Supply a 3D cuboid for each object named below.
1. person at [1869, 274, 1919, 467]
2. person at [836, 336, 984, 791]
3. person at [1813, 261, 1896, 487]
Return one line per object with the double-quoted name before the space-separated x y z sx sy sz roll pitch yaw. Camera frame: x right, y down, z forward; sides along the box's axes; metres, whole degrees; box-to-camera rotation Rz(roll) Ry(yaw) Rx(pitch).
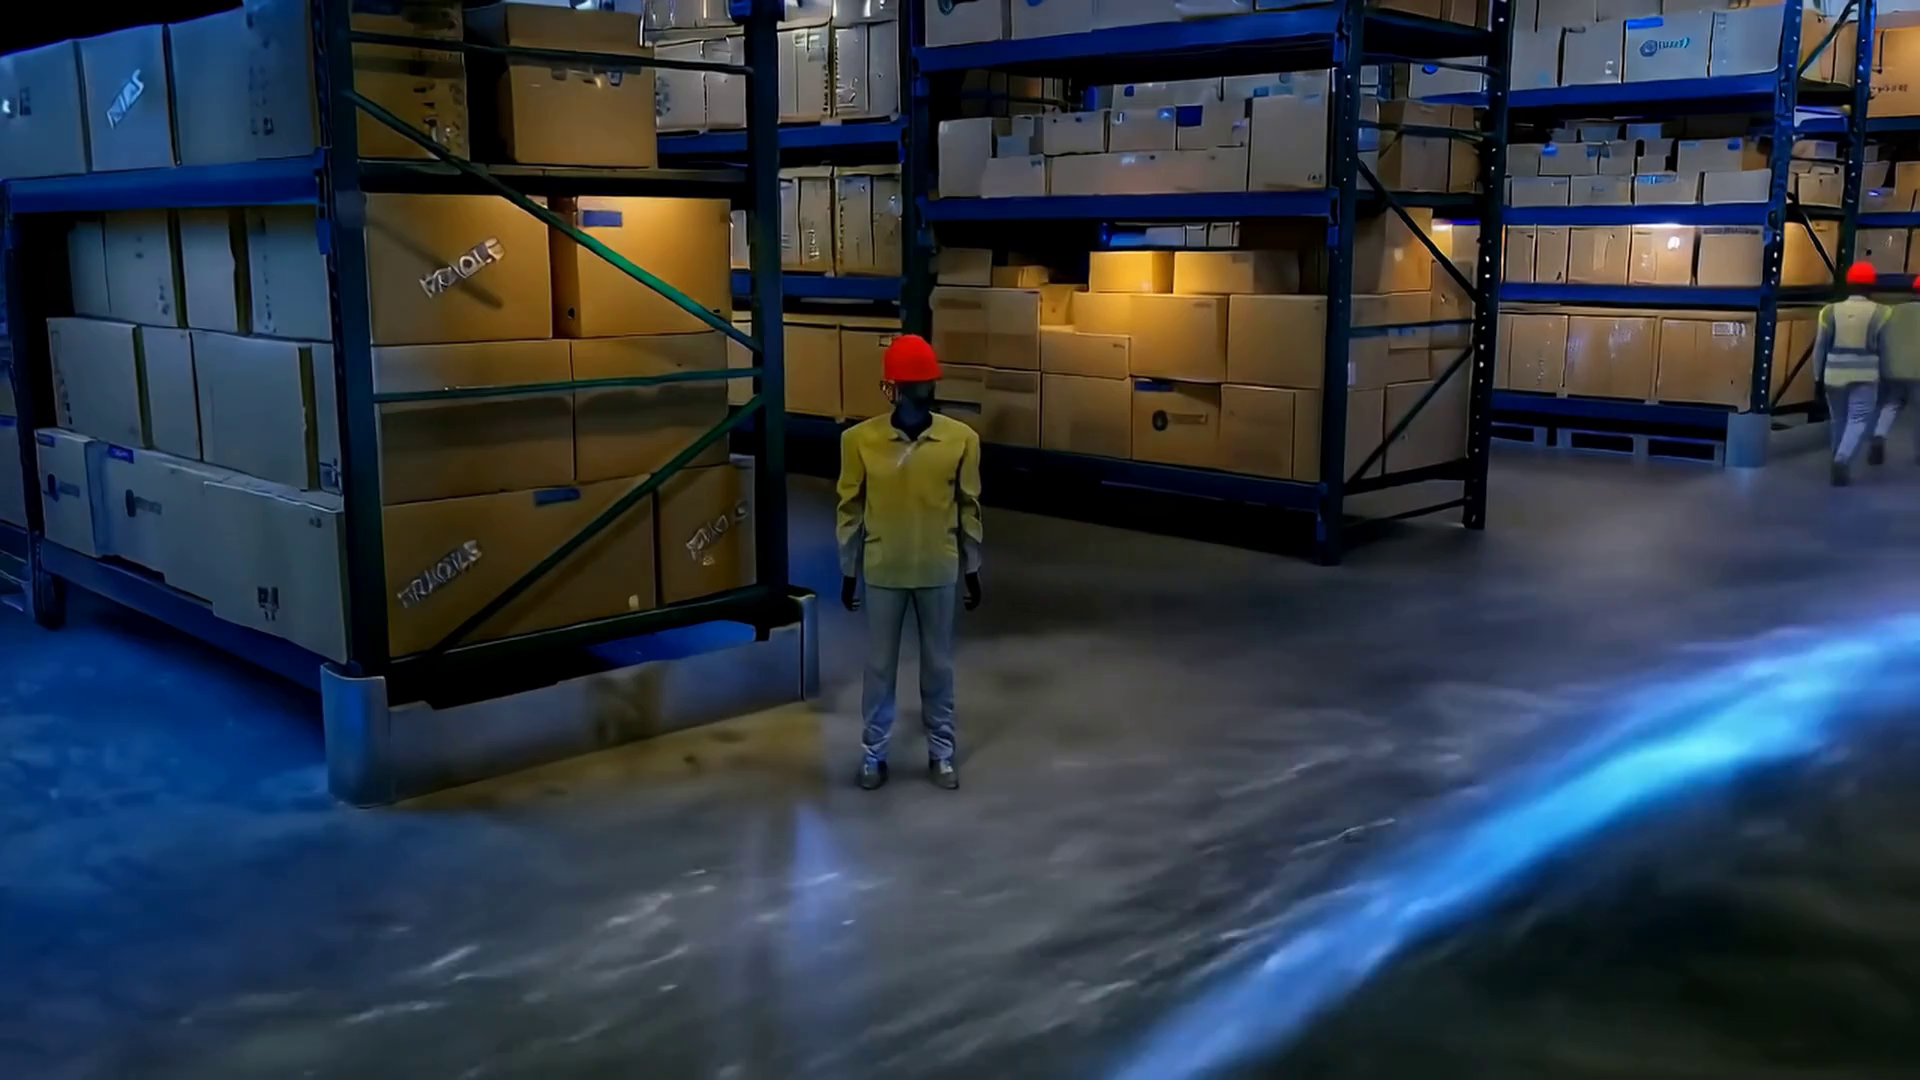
"person" 8.671 -1.546 15.211 0.723 1.815 0.595 -8 13 -39
"person" -0.190 0.095 6.397 0.573 1.753 0.324 -1 10 -5
"person" 7.566 -1.399 14.122 0.614 1.924 0.883 9 14 42
